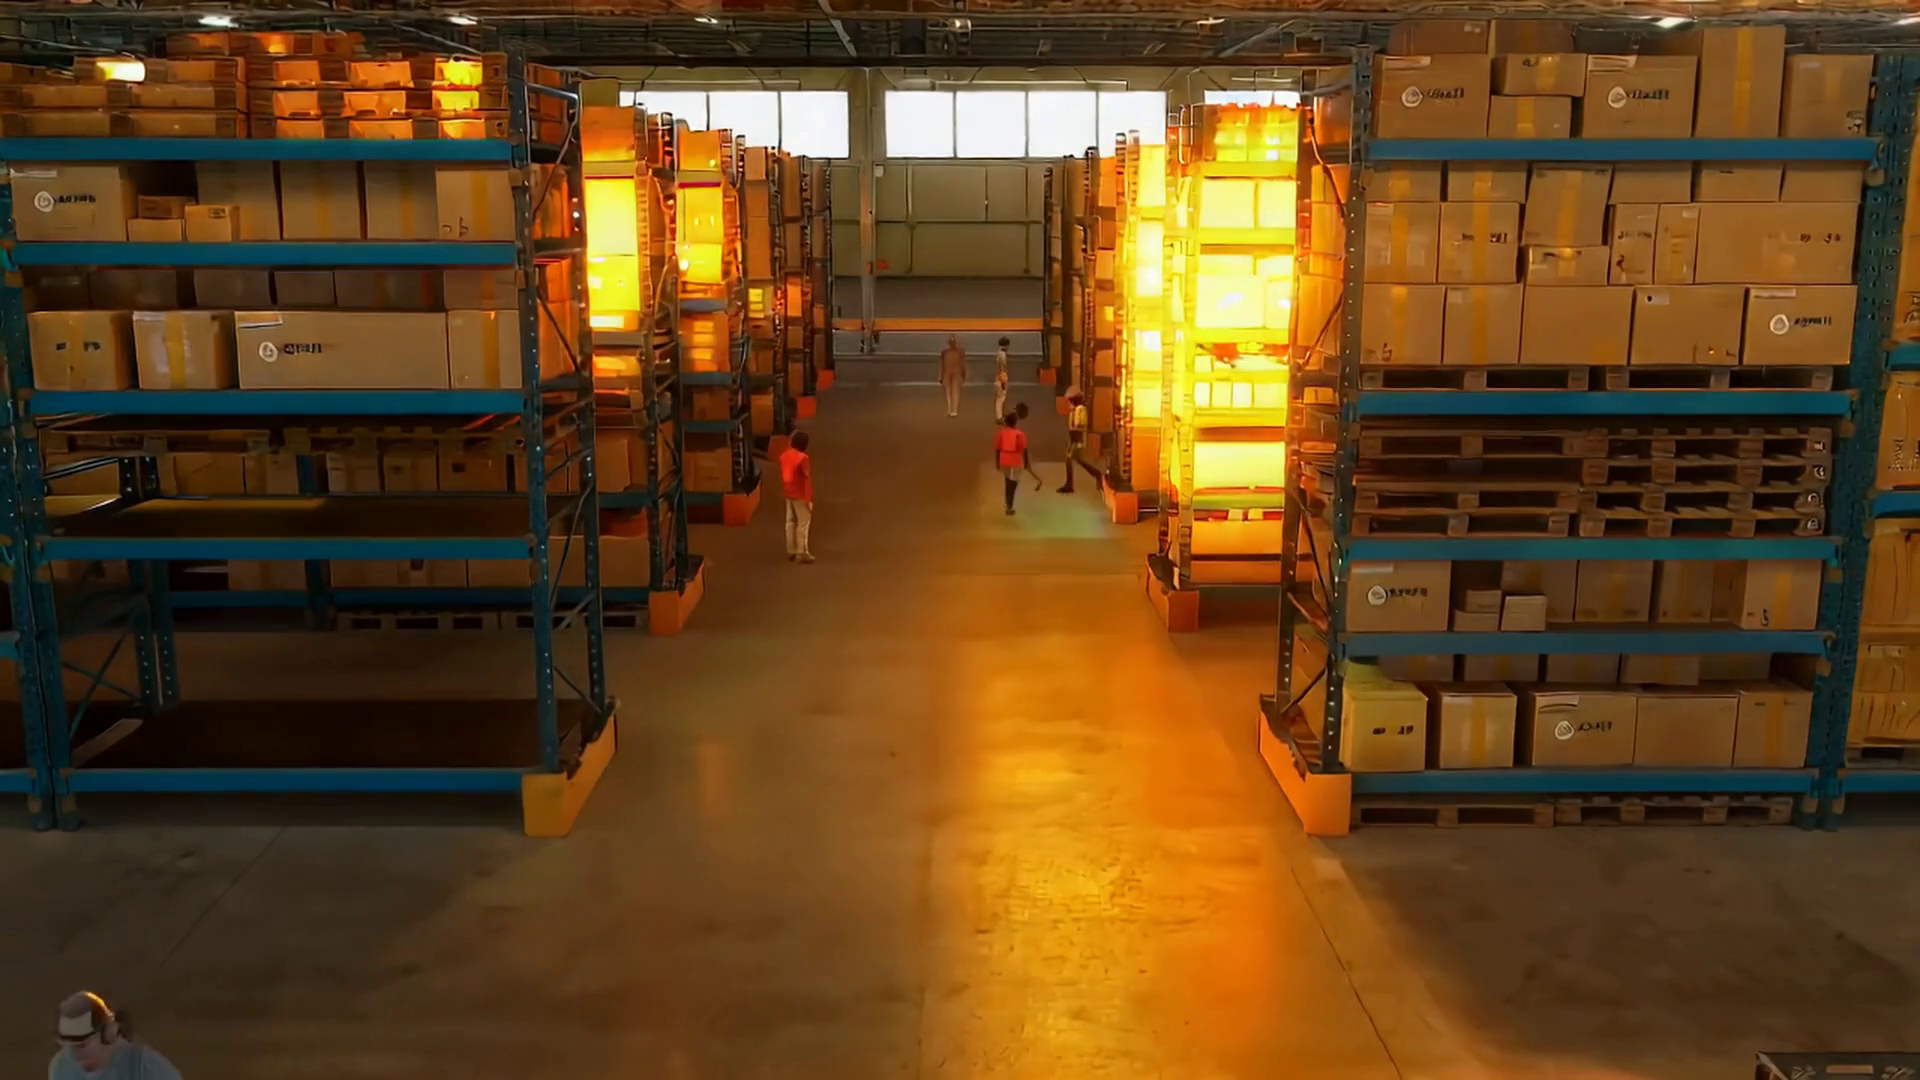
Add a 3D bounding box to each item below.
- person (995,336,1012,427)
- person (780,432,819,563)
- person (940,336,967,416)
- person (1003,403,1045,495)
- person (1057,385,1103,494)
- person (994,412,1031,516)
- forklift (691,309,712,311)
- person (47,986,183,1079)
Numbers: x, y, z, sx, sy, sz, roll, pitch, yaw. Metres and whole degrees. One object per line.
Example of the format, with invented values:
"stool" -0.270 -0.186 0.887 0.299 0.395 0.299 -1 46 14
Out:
"person" 0.988 -3.587 37.563 0.396 2.042 0.610 0 11 0
"person" -2.241 -0.596 23.259 0.430 1.837 0.619 -9 14 -37
"person" -0.158 -3.894 39.465 0.656 1.891 0.540 2 12 8
"person" 1.105 -1.572 28.638 0.707 1.609 0.510 -2 12 -8
"person" 2.106 -1.744 28.792 0.796 1.905 0.547 -5 12 -23
"person" 0.876 -1.249 26.916 0.540 1.660 0.815 5 13 25
"forklift" -5.609 -3.756 36.316 1.873 2.768 1.129 0 11 -1
"person" -3.438 2.719 6.698 0.657 1.889 0.634 3 12 13
